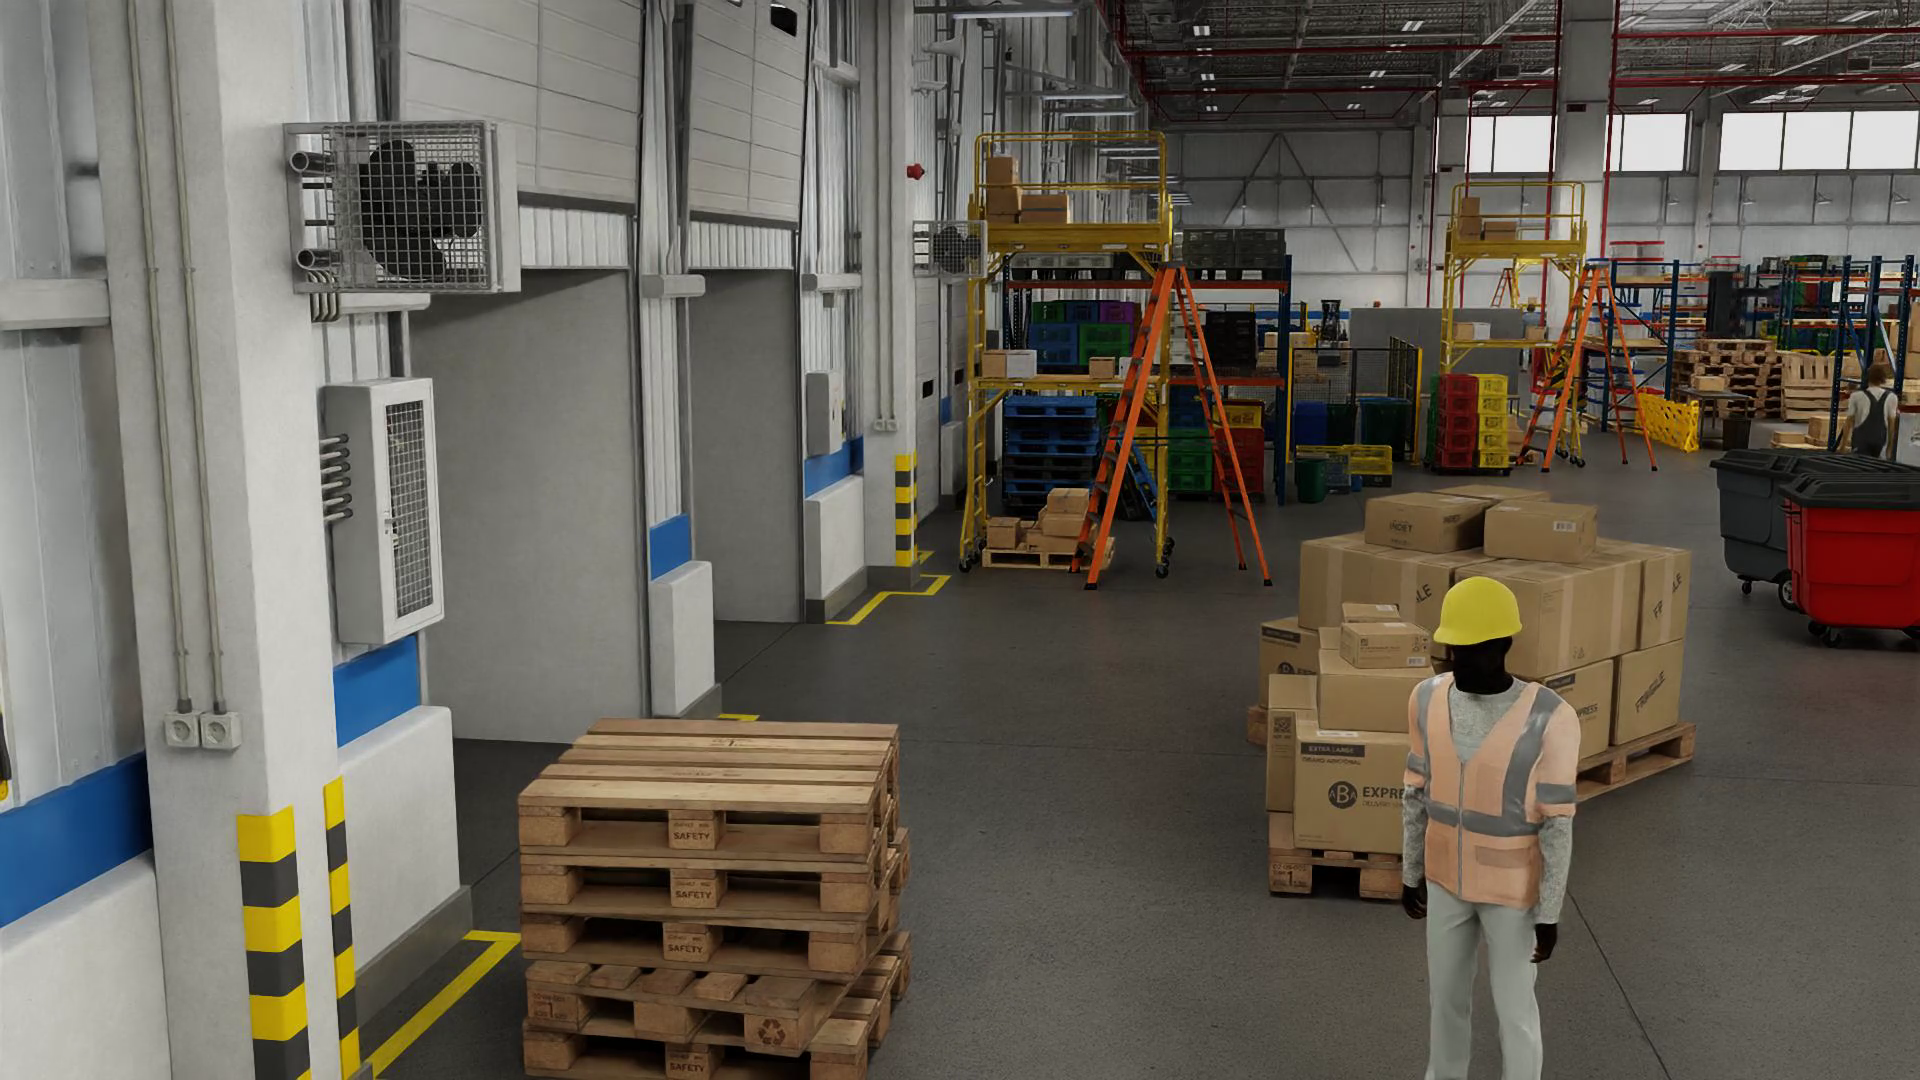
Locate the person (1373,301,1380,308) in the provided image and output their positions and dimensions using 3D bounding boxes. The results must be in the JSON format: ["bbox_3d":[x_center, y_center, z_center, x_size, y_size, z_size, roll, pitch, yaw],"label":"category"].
[{"bbox_3d":[13.154,-6.610,52.600,0.584,1.882,0.347,-9,13,-43],"label":"person"}]

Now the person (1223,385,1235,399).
[{"bbox_3d":[5.677,-3.604,34.848,0.313,1.632,0.522,-2,9,-14],"label":"person"}]

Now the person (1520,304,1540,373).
[{"bbox_3d":[15.886,-5.627,46.365,0.638,1.938,0.356,-1,9,-6],"label":"person"}]

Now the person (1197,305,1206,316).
[{"bbox_3d":[6.421,-5.323,44.534,0.543,1.929,0.387,-9,13,-43],"label":"person"}]

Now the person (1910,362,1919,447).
[{"bbox_3d":[15.658,-2.362,26.860,0.486,1.738,0.319,-4,10,-26],"label":"person"}]

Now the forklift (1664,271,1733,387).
[{"bbox_3d":[17.600,-4.861,38.747,1.873,2.768,1.129,1,9,9],"label":"forklift"}]

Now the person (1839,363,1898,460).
[{"bbox_3d":[10.262,-1.086,18.756,0.528,1.816,0.872,1,9,7],"label":"person"}]

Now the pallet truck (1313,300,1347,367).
[{"bbox_3d":[11.159,-6.200,49.718,0.823,1.965,1.885,4,10,26],"label":"pallet truck"}]

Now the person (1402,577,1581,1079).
[{"bbox_3d":[1.619,1.059,5.206,0.397,1.919,0.585,-8,12,-41],"label":"person"}]
